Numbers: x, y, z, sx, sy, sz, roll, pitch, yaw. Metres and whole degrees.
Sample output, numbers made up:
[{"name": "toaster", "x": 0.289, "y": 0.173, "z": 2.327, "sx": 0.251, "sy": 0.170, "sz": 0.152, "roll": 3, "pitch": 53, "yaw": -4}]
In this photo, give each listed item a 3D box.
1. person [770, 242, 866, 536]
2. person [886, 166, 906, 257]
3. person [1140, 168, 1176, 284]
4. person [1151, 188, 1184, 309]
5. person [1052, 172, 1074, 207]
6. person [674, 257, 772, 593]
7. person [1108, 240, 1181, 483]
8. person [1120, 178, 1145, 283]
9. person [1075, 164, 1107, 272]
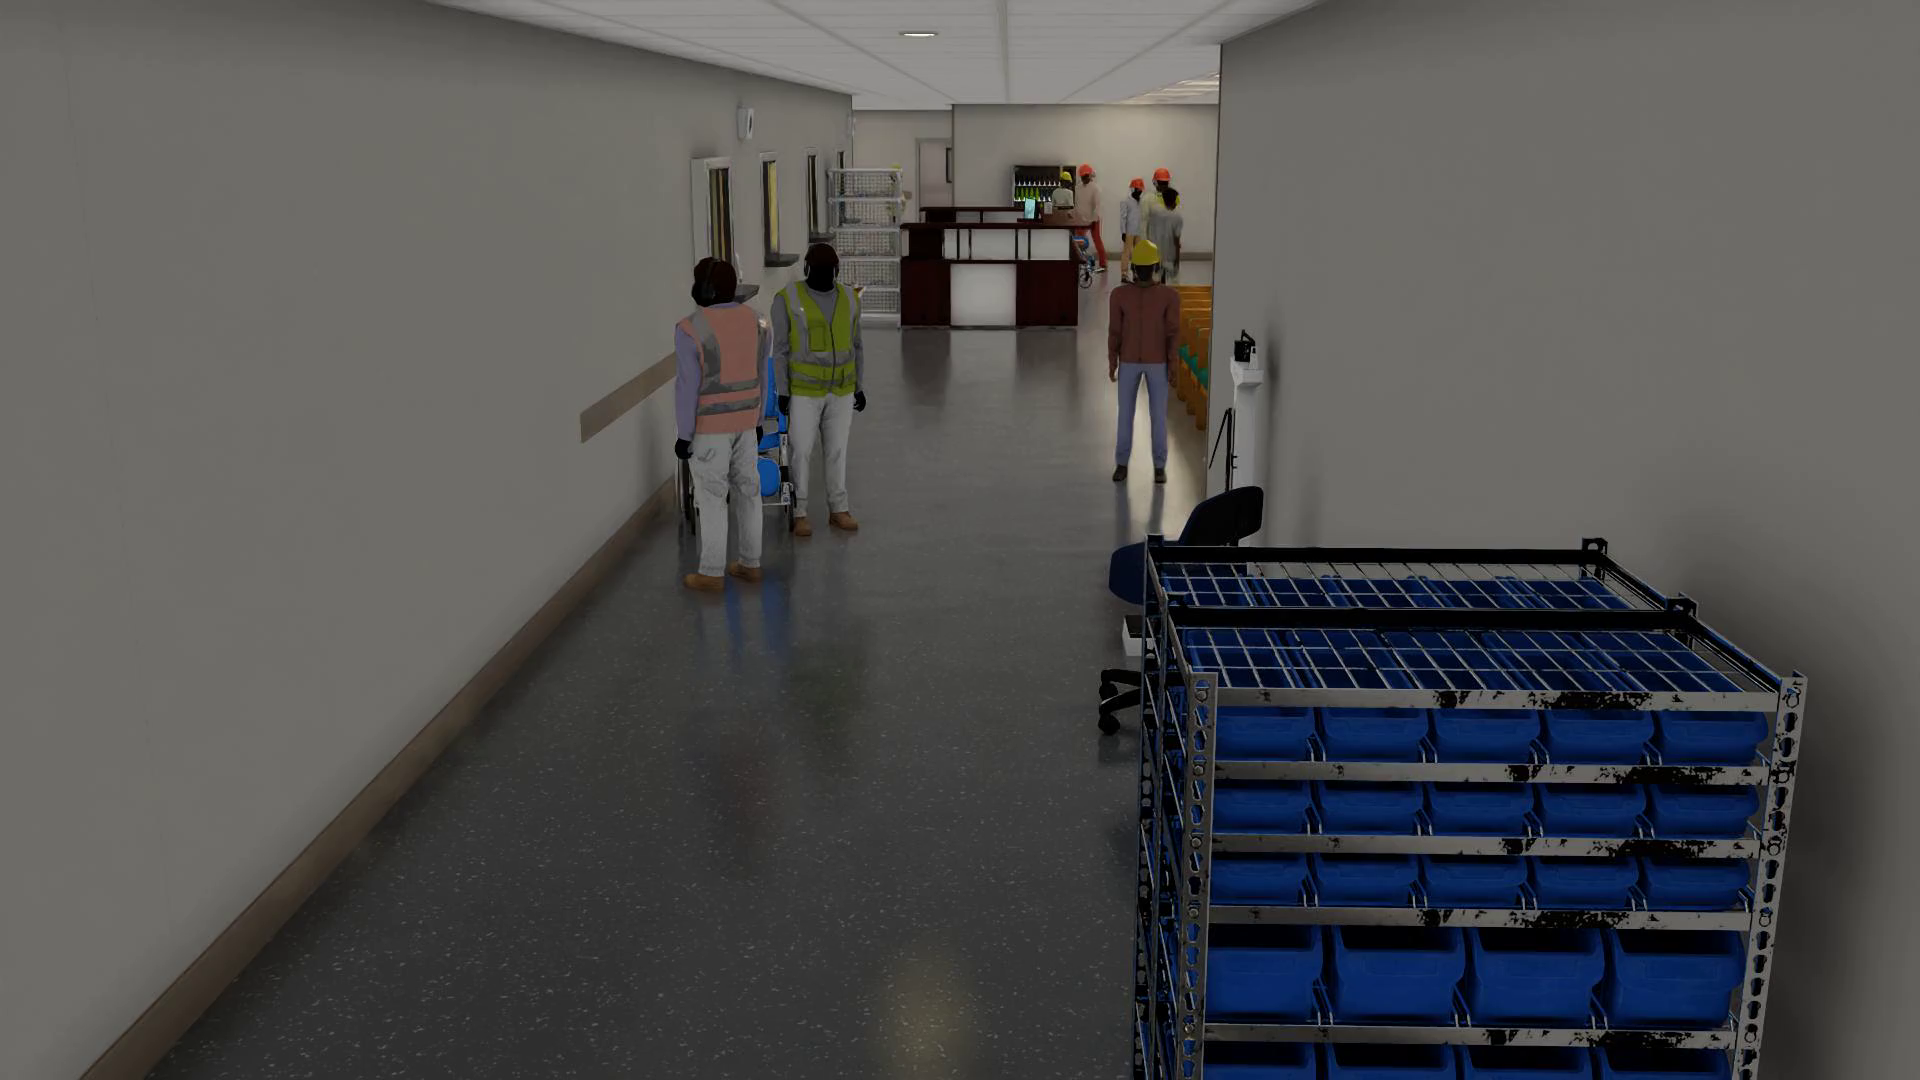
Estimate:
[{"name": "person", "x": -0.874, "y": -0.949, "z": 10.507, "sx": 0.620, "sy": 1.837, "sz": 0.429, "roll": -7, "pitch": 16, "yaw": -27}, {"name": "person", "x": -1.270, "y": -6.477, "z": 32.941, "sx": 0.403, "sy": 1.835, "sz": 0.588, "roll": 0, "pitch": 14, "yaw": 1}, {"name": "person", "x": 2.867, "y": -4.339, "z": 23.930, "sx": 0.619, "sy": 1.992, "sz": 0.396, "roll": -8, "pitch": 16, "yaw": -29}, {"name": "person", "x": 2.656, "y": -3.572, "z": 21.230, "sx": 0.480, "sy": 1.805, "sz": 0.980, "roll": 9, "pitch": 17, "yaw": 34}, {"name": "person", "x": 1.937, "y": -5.970, "z": 31.027, "sx": 0.327, "sy": 1.765, "sz": 0.529, "roll": -12, "pitch": 19, "yaw": -41}, {"name": "person", "x": -1.331, "y": -0.632, "z": 9.199, "sx": 0.429, "sy": 1.847, "sz": 0.627, "roll": 12, "pitch": 18, "yaw": 41}, {"name": "person", "x": 1.323, "y": -1.279, "z": 12.009, "sx": 0.521, "sy": 1.758, "sz": 0.348, "roll": 3, "pitch": 14, "yaw": 12}, {"name": "person", "x": 2.923, "y": -5.168, "z": 27.813, "sx": 0.564, "sy": 1.743, "sz": 0.352, "roll": -9, "pitch": 17, "yaw": -33}, {"name": "person", "x": 2.291, "y": -5.720, "z": 29.680, "sx": 0.649, "sy": 1.933, "sz": 1.043, "roll": 12, "pitch": 18, "yaw": 40}]
